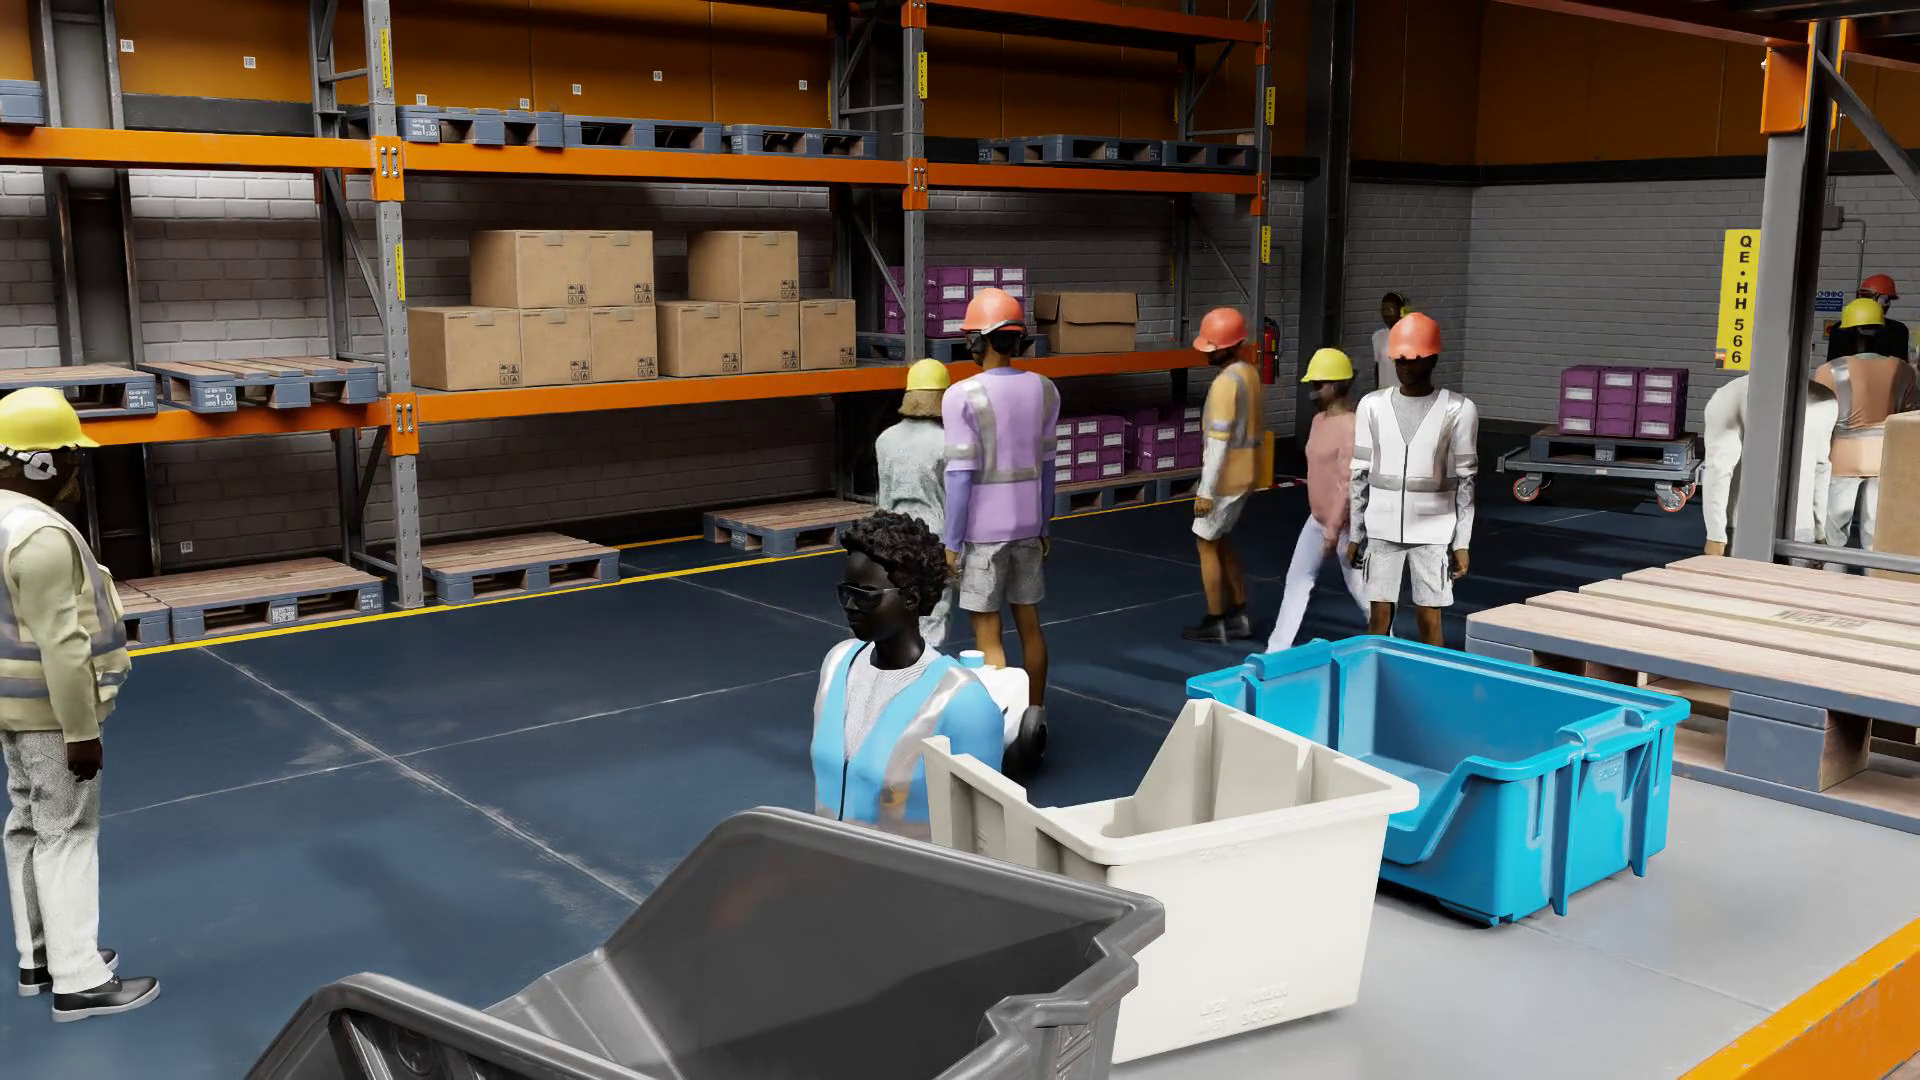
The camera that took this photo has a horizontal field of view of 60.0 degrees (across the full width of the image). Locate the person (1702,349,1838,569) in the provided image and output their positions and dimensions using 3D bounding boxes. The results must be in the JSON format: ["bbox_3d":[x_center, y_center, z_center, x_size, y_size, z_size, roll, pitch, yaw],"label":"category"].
[{"bbox_3d":[3.590,-0.040,7.399,0.636,1.939,0.364,-2,10,-13],"label":"person"}]

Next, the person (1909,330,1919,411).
[{"bbox_3d":[5.856,-0.459,10.129,0.610,1.814,0.645,5,11,27],"label":"person"}]

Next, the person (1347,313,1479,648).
[{"bbox_3d":[1.985,-0.034,7.376,0.553,1.933,0.370,5,11,28],"label":"person"}]

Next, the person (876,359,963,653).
[{"bbox_3d":[-0.164,0.054,7.496,0.517,1.716,0.529,7,12,35],"label":"person"}]

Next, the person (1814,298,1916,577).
[{"bbox_3d":[5.148,-0.425,9.596,0.594,1.922,0.385,-1,10,-5],"label":"person"}]

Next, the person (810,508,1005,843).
[{"bbox_3d":[-0.135,0.774,3.515,0.319,1.697,0.532,-10,14,-43],"label":"person"}]

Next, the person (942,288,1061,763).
[{"bbox_3d":[0.149,-0.057,7.199,0.609,2.044,0.396,-8,13,-39],"label":"person"}]

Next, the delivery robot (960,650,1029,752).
[{"bbox_3d":[0.048,0.700,6.866,0.477,0.478,0.707,3,10,16],"label":"delivery robot"}]

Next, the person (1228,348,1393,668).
[{"bbox_3d":[1.843,-0.098,8.330,0.903,1.712,0.542,-2,10,-12],"label":"person"}]

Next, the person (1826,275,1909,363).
[{"bbox_3d":[7.214,-1.110,13.258,0.401,1.986,0.612,-8,13,-38],"label":"person"}]

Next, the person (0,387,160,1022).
[{"bbox_3d":[-2.629,0.473,4.833,0.602,1.827,0.404,10,14,44],"label":"person"}]

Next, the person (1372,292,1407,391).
[{"bbox_3d":[3.820,-1.247,14.518,0.534,1.823,0.989,8,13,39],"label":"person"}]

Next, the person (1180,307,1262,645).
[{"bbox_3d":[1.441,-0.335,9.184,0.421,1.895,0.599,5,11,28],"label":"person"}]
